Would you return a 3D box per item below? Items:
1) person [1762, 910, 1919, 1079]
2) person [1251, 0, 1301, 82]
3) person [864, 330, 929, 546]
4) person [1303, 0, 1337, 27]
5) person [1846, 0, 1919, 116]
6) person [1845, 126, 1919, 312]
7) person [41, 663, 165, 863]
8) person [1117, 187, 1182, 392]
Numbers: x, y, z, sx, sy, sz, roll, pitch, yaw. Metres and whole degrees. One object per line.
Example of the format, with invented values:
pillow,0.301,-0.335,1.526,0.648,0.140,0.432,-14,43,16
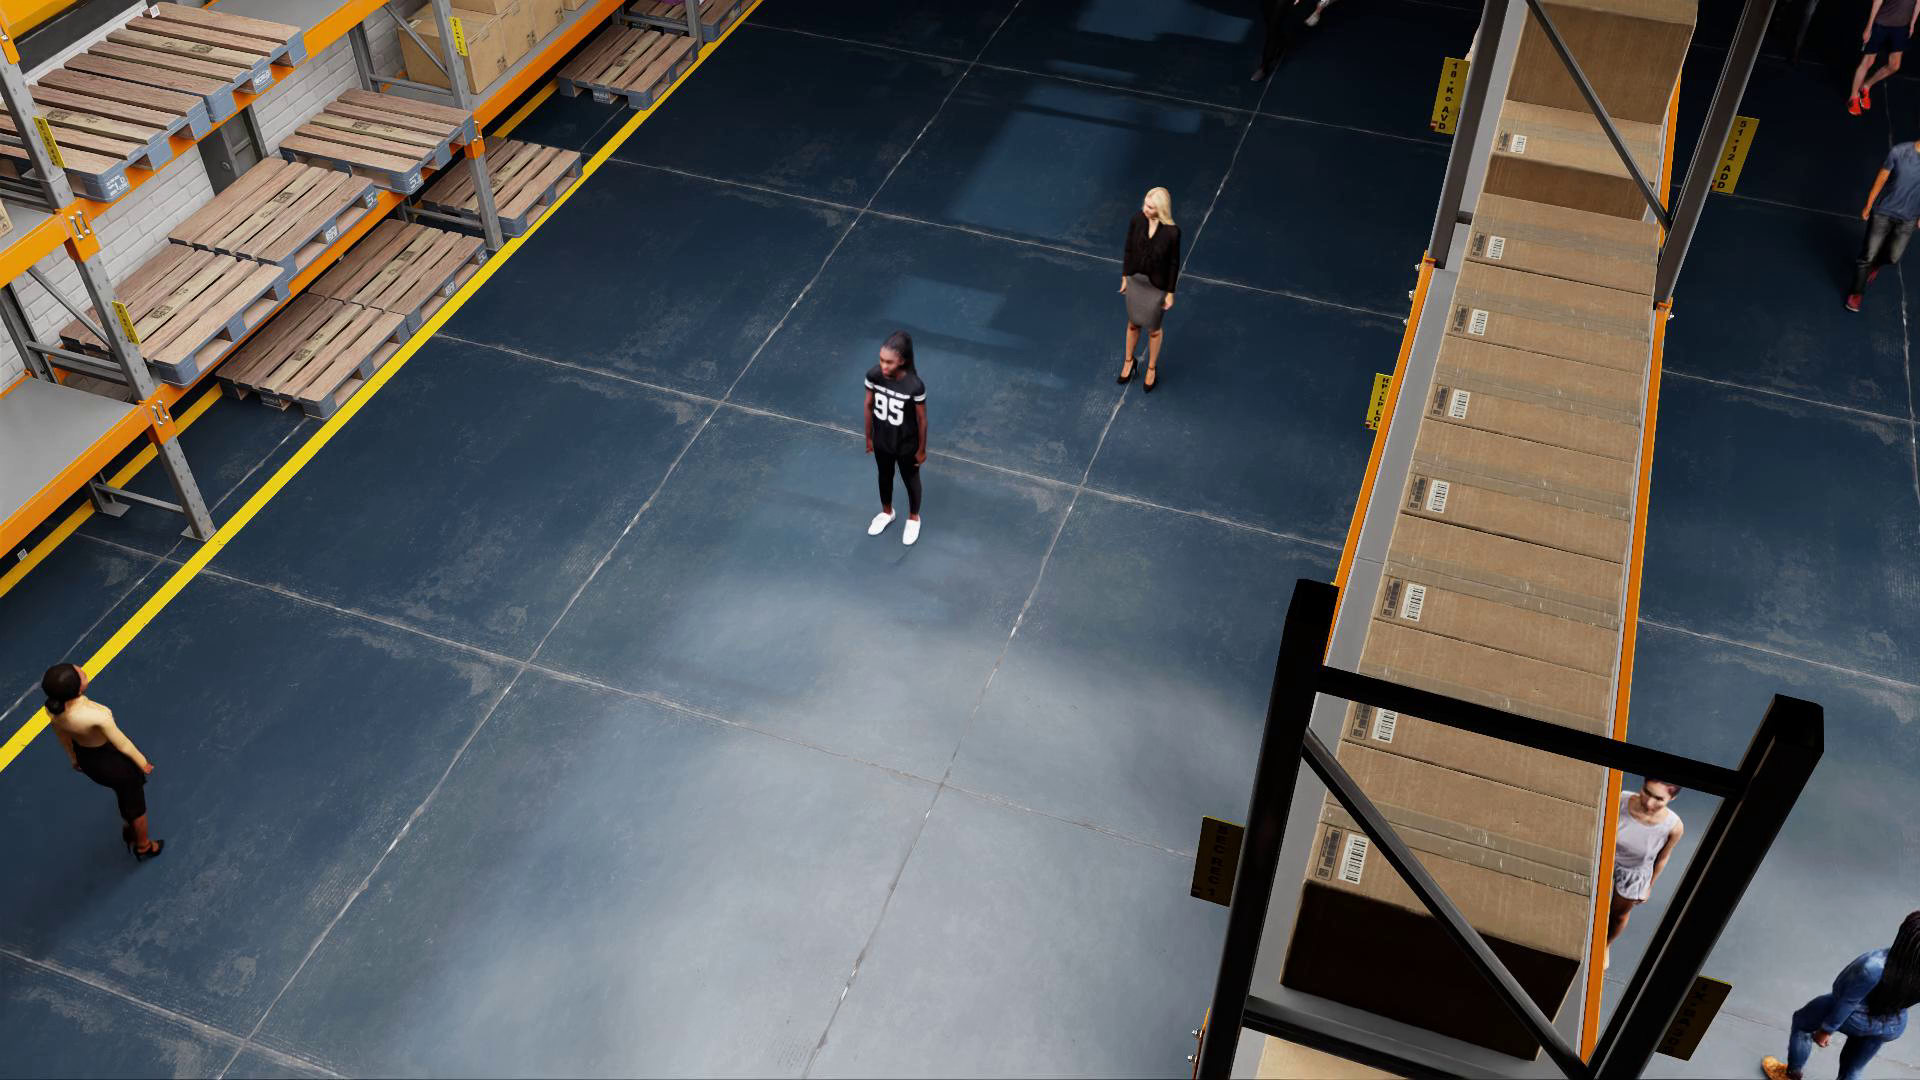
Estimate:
person,4.550,2.486,8.309,0.788,1.699,0.837,-4,44,-4
person,3.242,-5.595,16.770,0.841,1.730,1.197,27,50,25
person,-0.439,-0.705,11.638,0.616,1.729,0.548,16,46,17
person,3.998,-6.347,17.614,0.874,1.654,1.205,29,51,27
person,8.970,-5.032,16.098,0.773,1.841,0.772,0,44,0
person,7.721,-2.764,13.750,0.636,1.796,0.801,14,45,15
person,-4.943,1.347,9.548,0.605,1.640,0.639,11,45,11
person,1.461,-1.942,12.854,0.649,1.841,0.609,23,48,22
